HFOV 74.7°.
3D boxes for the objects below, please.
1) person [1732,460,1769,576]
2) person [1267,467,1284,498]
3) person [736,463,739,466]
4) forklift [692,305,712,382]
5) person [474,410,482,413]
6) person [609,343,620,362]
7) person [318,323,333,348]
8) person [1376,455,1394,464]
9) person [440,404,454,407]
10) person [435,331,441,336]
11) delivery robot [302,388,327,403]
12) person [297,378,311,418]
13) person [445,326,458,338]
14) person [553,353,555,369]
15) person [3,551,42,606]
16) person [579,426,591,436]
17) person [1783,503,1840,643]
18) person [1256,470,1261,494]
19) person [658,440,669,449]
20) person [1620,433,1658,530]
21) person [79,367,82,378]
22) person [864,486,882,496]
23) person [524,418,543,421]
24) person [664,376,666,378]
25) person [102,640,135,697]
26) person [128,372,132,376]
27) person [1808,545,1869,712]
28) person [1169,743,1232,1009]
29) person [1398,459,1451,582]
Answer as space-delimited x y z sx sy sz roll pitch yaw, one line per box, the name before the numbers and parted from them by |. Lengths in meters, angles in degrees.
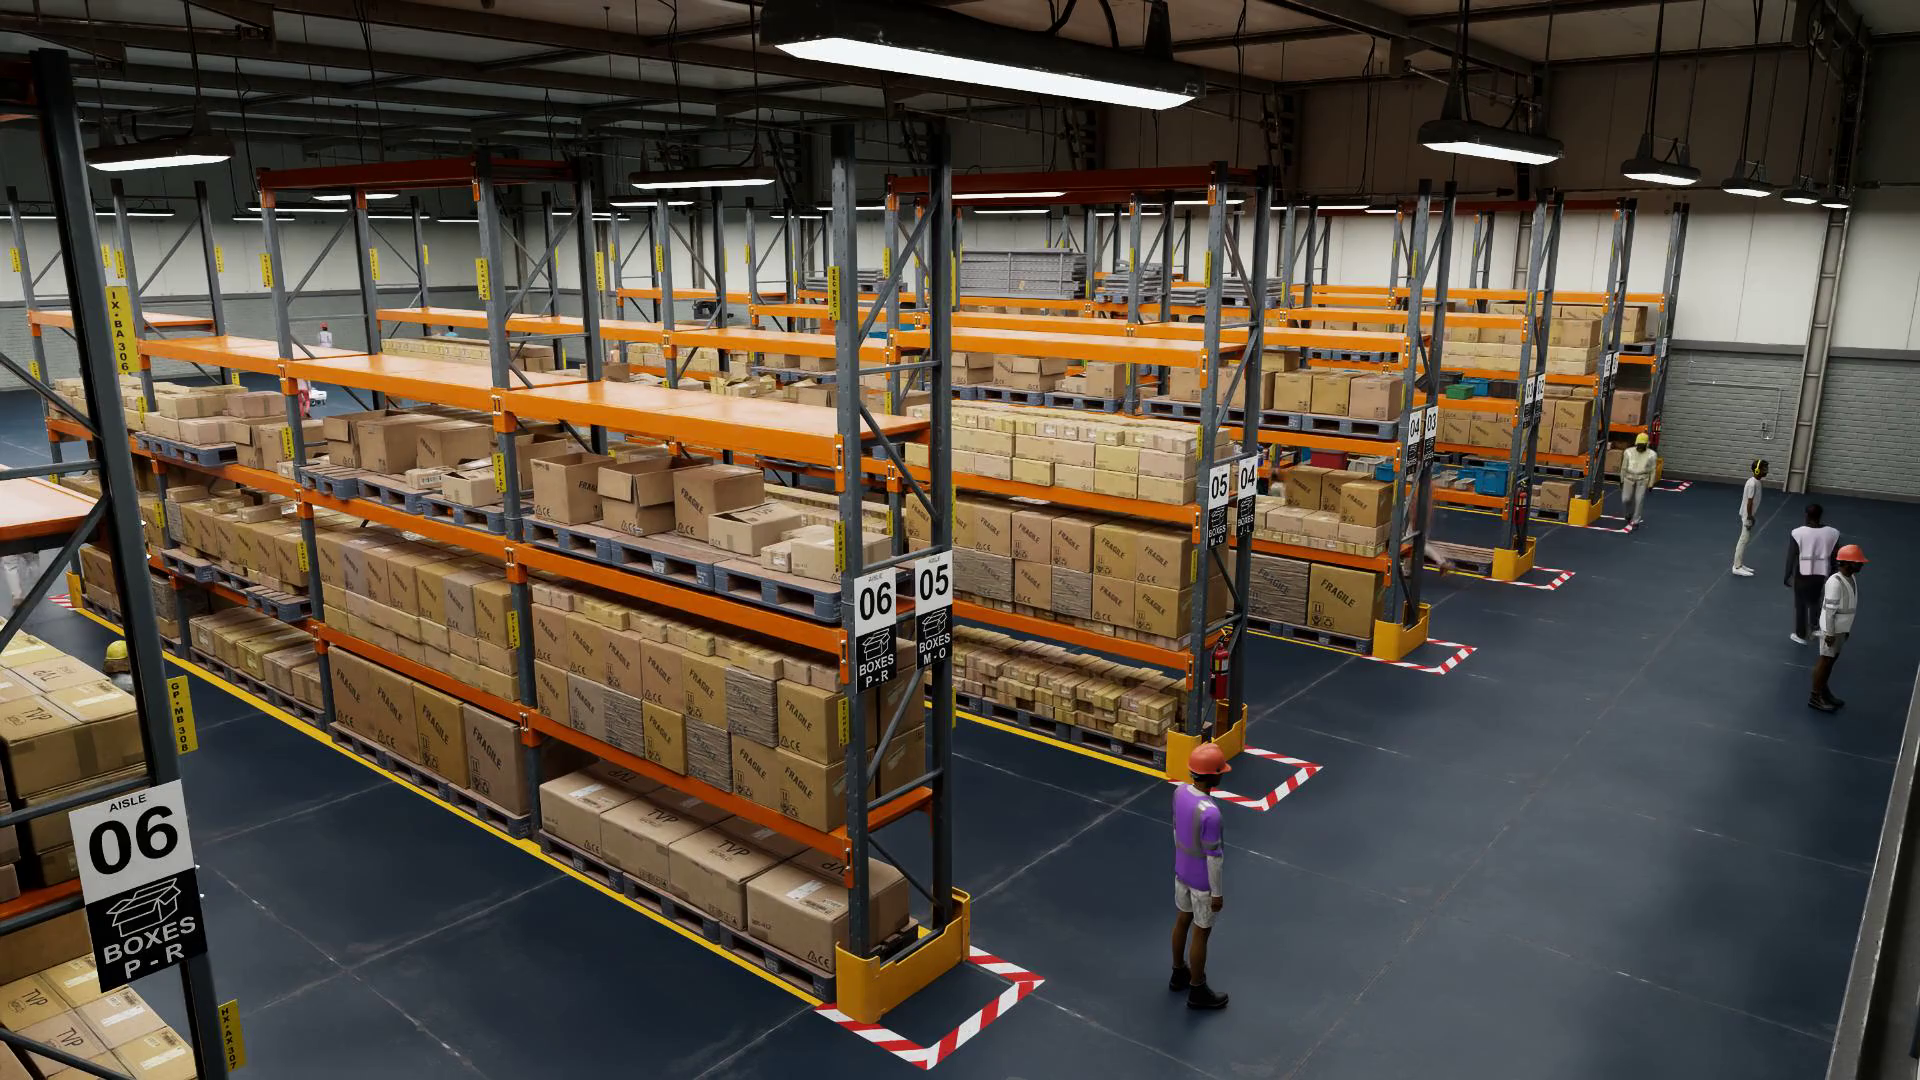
person | 12.740 -0.374 20.271 0.335 1.873 0.520 10 17 35
person | 5.171 -0.409 20.938 0.626 1.615 0.541 8 16 30
person | -5.104 -2.202 28.281 0.505 1.632 0.269 -8 16 -30
forklift | -9.511 -7.392 47.124 1.873 2.768 1.129 11 17 38
person | -13.754 -4.159 35.860 0.395 1.865 0.561 -9 16 -31
person | -12.199 -6.211 44.845 0.536 1.589 0.885 -4 14 -17
person | -25.395 -7.719 50.381 0.551 1.923 0.678 0 14 0
person | 8.366 -1.438 24.722 0.403 1.835 0.586 7 15 25
person | -12.491 -2.784 30.745 0.505 1.621 0.576 -13 19 -43
person | -19.473 -6.875 47.056 1.005 1.861 0.662 8 16 29
delivery robot | -20.761 -4.646 40.477 0.477 0.478 0.707 8 16 30
person | -19.520 -4.457 37.321 0.525 1.755 0.358 -6 15 -23
person | -21.214 -8.132 52.602 0.532 1.665 0.792 -5 15 -21
person | -13.847 -5.912 43.454 0.585 1.677 0.540 4 14 15
person | -14.038 0.016 18.802 0.644 1.792 0.929 -5 15 -20
person | -8.229 -2.068 27.484 0.722 1.740 0.554 1 14 4
person | 11.338 0.455 16.798 0.615 1.894 0.431 2 14 8
person | 4.445 -0.218 19.528 0.424 1.911 0.620 12 18 42
person | -5.411 -1.155 23.479 0.461 1.869 0.609 10 17 36
person | 12.570 -1.101 23.373 0.605 1.810 0.425 10 17 35
person | -27.504 -5.150 39.649 0.903 2.000 0.704 -8 16 -31
person | -1.730 -1.760 25.937 0.559 1.895 0.976 -10 17 -36
person | -9.890 -2.641 29.508 0.829 1.920 0.642 7 16 28
person | -8.549 -4.342 36.452 0.373 1.939 0.628 3 14 12
person | -7.711 1.775 11.719 0.484 1.737 0.321 3 14 14
person | -22.096 -3.669 33.594 0.614 1.987 1.067 -2 14 -9
person | 10.099 0.998 14.479 0.545 1.942 0.353 -11 18 -39
person | 1.707 2.353 8.913 0.356 1.938 0.545 -5 14 -19
person | 7.251 -0.283 19.682 0.788 1.973 0.623 12 18 39
